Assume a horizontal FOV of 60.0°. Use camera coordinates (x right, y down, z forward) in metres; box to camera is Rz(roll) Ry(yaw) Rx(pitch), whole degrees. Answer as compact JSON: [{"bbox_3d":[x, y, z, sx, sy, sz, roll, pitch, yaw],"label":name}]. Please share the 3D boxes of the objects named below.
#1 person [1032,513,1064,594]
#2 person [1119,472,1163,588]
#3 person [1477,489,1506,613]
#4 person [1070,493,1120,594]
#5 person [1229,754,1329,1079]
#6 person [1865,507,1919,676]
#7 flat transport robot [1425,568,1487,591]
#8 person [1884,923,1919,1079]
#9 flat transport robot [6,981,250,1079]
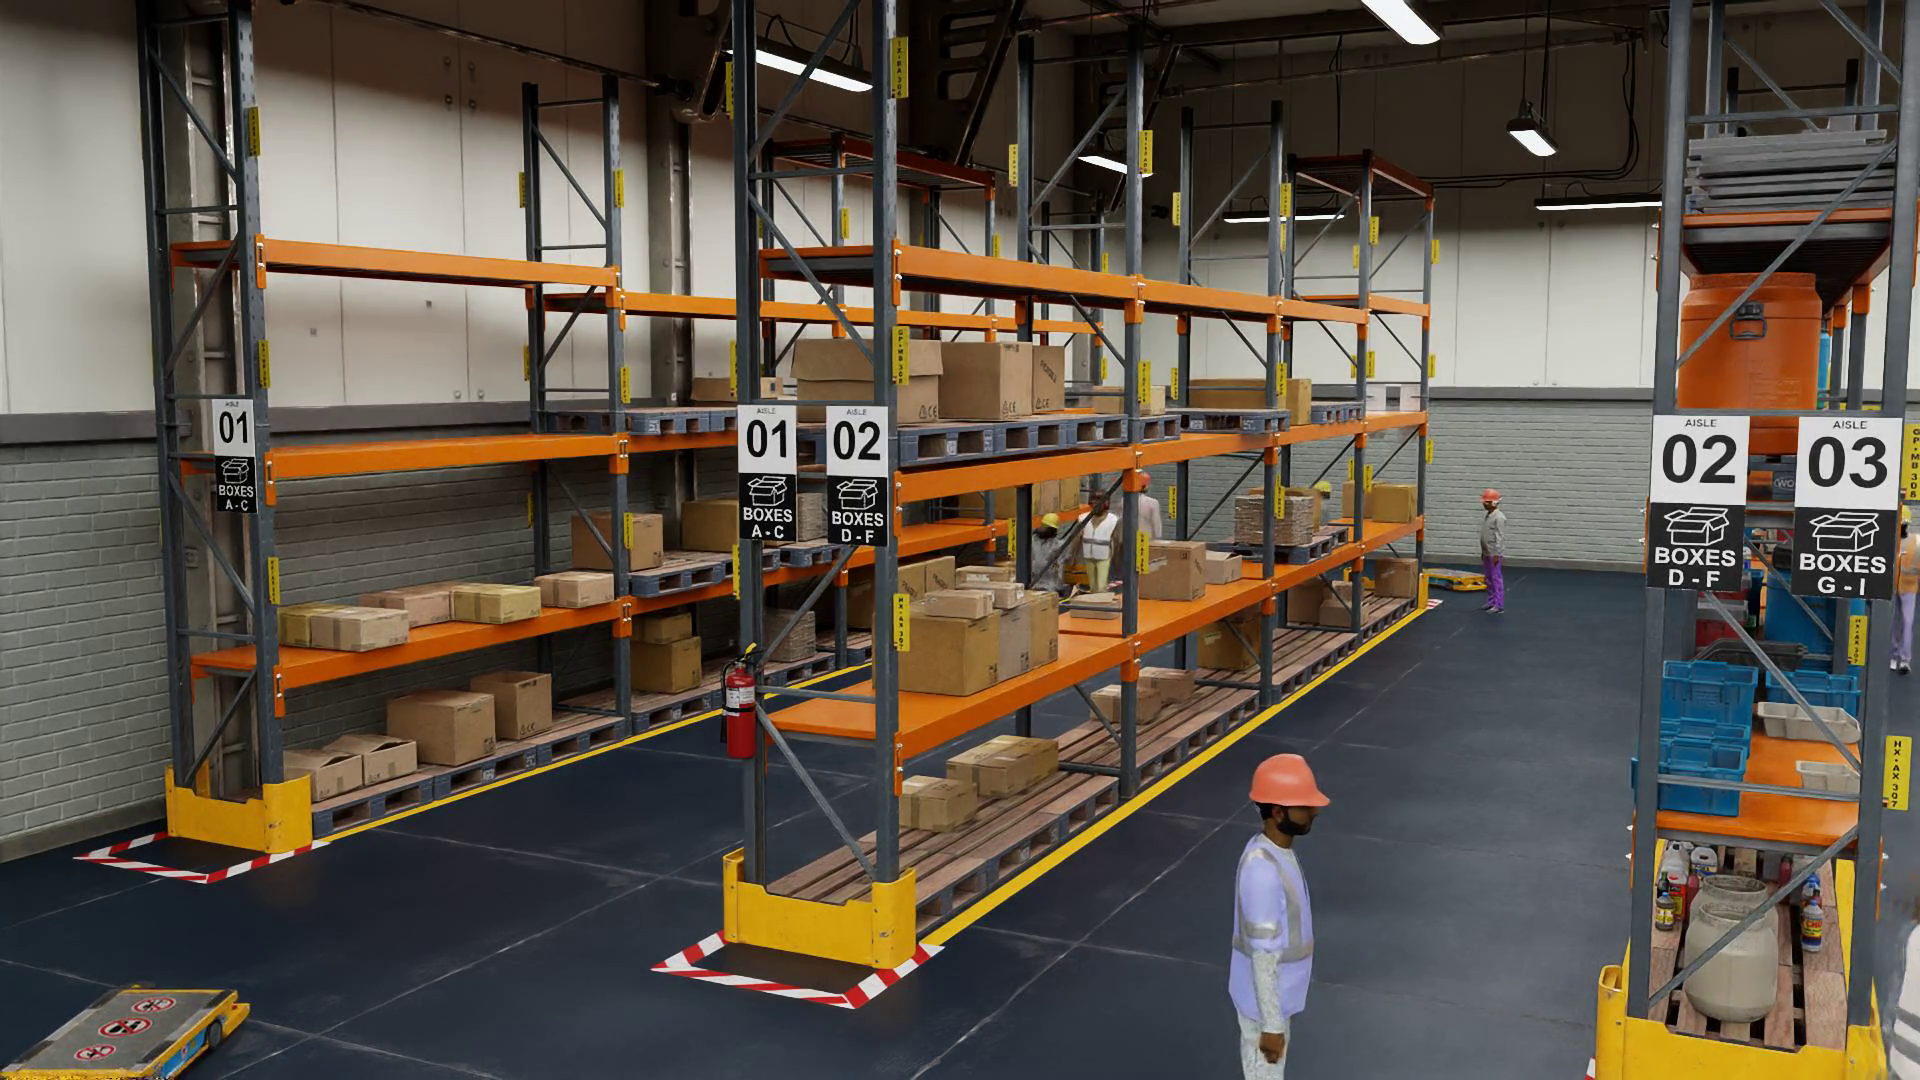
[{"bbox_3d":[0.977,0.530,19.907,0.516,1.709,0.417,1,6,12],"label":"person"},{"bbox_3d":[2.572,0.029,23.549,0.628,1.975,0.543,5,8,39],"label":"person"},{"bbox_3d":[7.466,0.152,23.424,0.353,1.744,0.566,0,6,-5],"label":"person"},{"bbox_3d":[1.752,0.295,21.748,0.595,1.810,0.866,3,7,26],"label":"person"},{"bbox_3d":[1.246,1.793,6.539,0.366,1.939,0.542,2,6,15],"label":"person"},{"bbox_3d":[10.513,0.572,18.668,0.618,1.876,0.956,3,7,30],"label":"person"},{"bbox_3d":[7.676,0.610,26.076,0.652,0.197,1.431,-3,7,-28],"label":"flat transport robot"},{"bbox_3d":[3.698,1.998,6.198,0.856,1.592,0.527,1,6,9],"label":"person"},{"bbox_3d":[-4.045,2.468,8.005,0.652,0.197,1.431,0,6,0],"label":"flat transport robot"}]
